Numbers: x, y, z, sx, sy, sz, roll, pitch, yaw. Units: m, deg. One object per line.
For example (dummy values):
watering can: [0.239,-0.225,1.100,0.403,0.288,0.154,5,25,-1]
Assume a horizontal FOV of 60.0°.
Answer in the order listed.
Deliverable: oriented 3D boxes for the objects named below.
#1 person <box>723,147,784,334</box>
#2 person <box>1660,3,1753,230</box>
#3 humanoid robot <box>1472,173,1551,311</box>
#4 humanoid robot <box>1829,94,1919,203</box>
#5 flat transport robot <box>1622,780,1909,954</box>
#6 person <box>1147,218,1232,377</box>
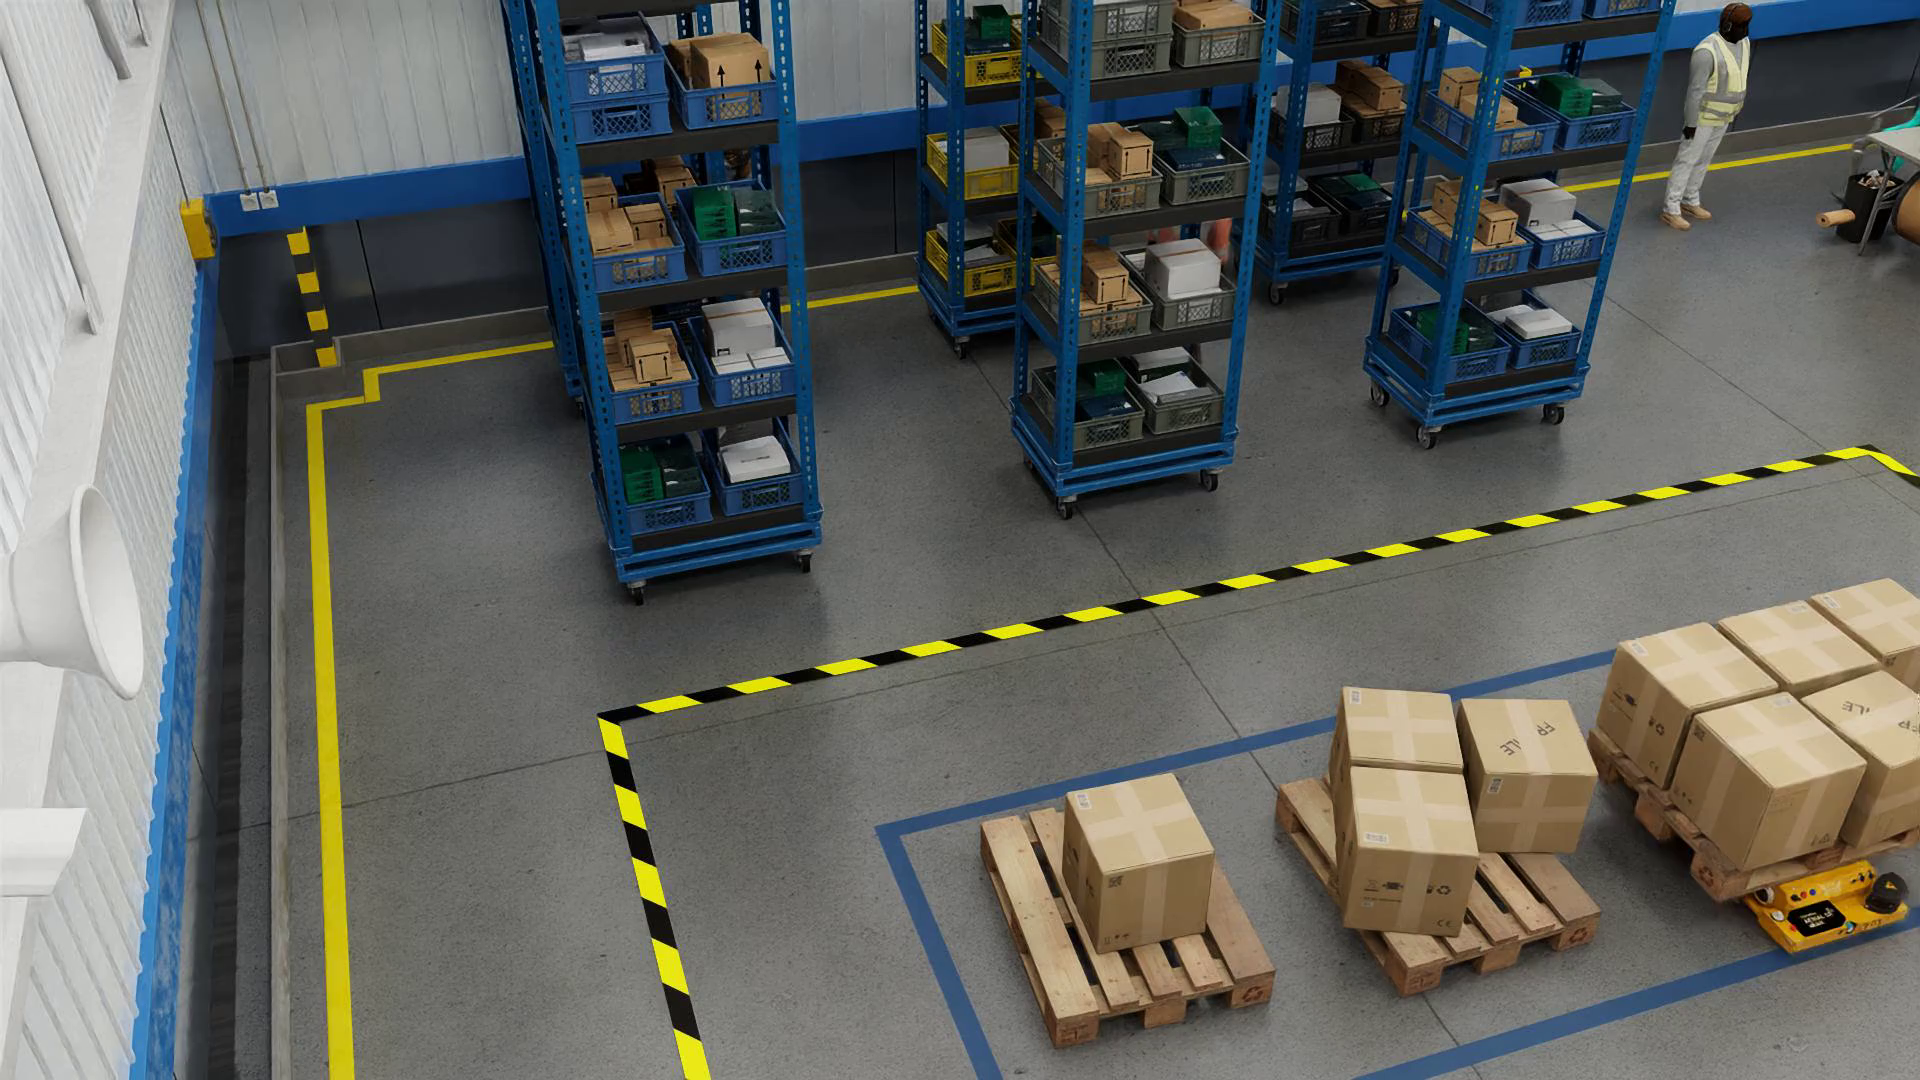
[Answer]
person: [-1.389,-1.858,11.242,0.353,1.937,0.632,-10,36,-14]
person: [6.141,-3.469,13.610,0.632,1.843,0.429,-24,42,-30]
humanoid robot: [4.074,-2.303,12.142,0.735,1.650,0.588,-2,35,-3]
humanoid robot: [7.791,-3.515,13.806,0.976,1.782,0.530,9,36,13]
flat transport robot: [3.835,1.353,8.113,0.652,0.197,1.431,-11,37,-15]
person: [1.453,-1.675,10.961,0.611,1.962,0.362,26,43,32]
